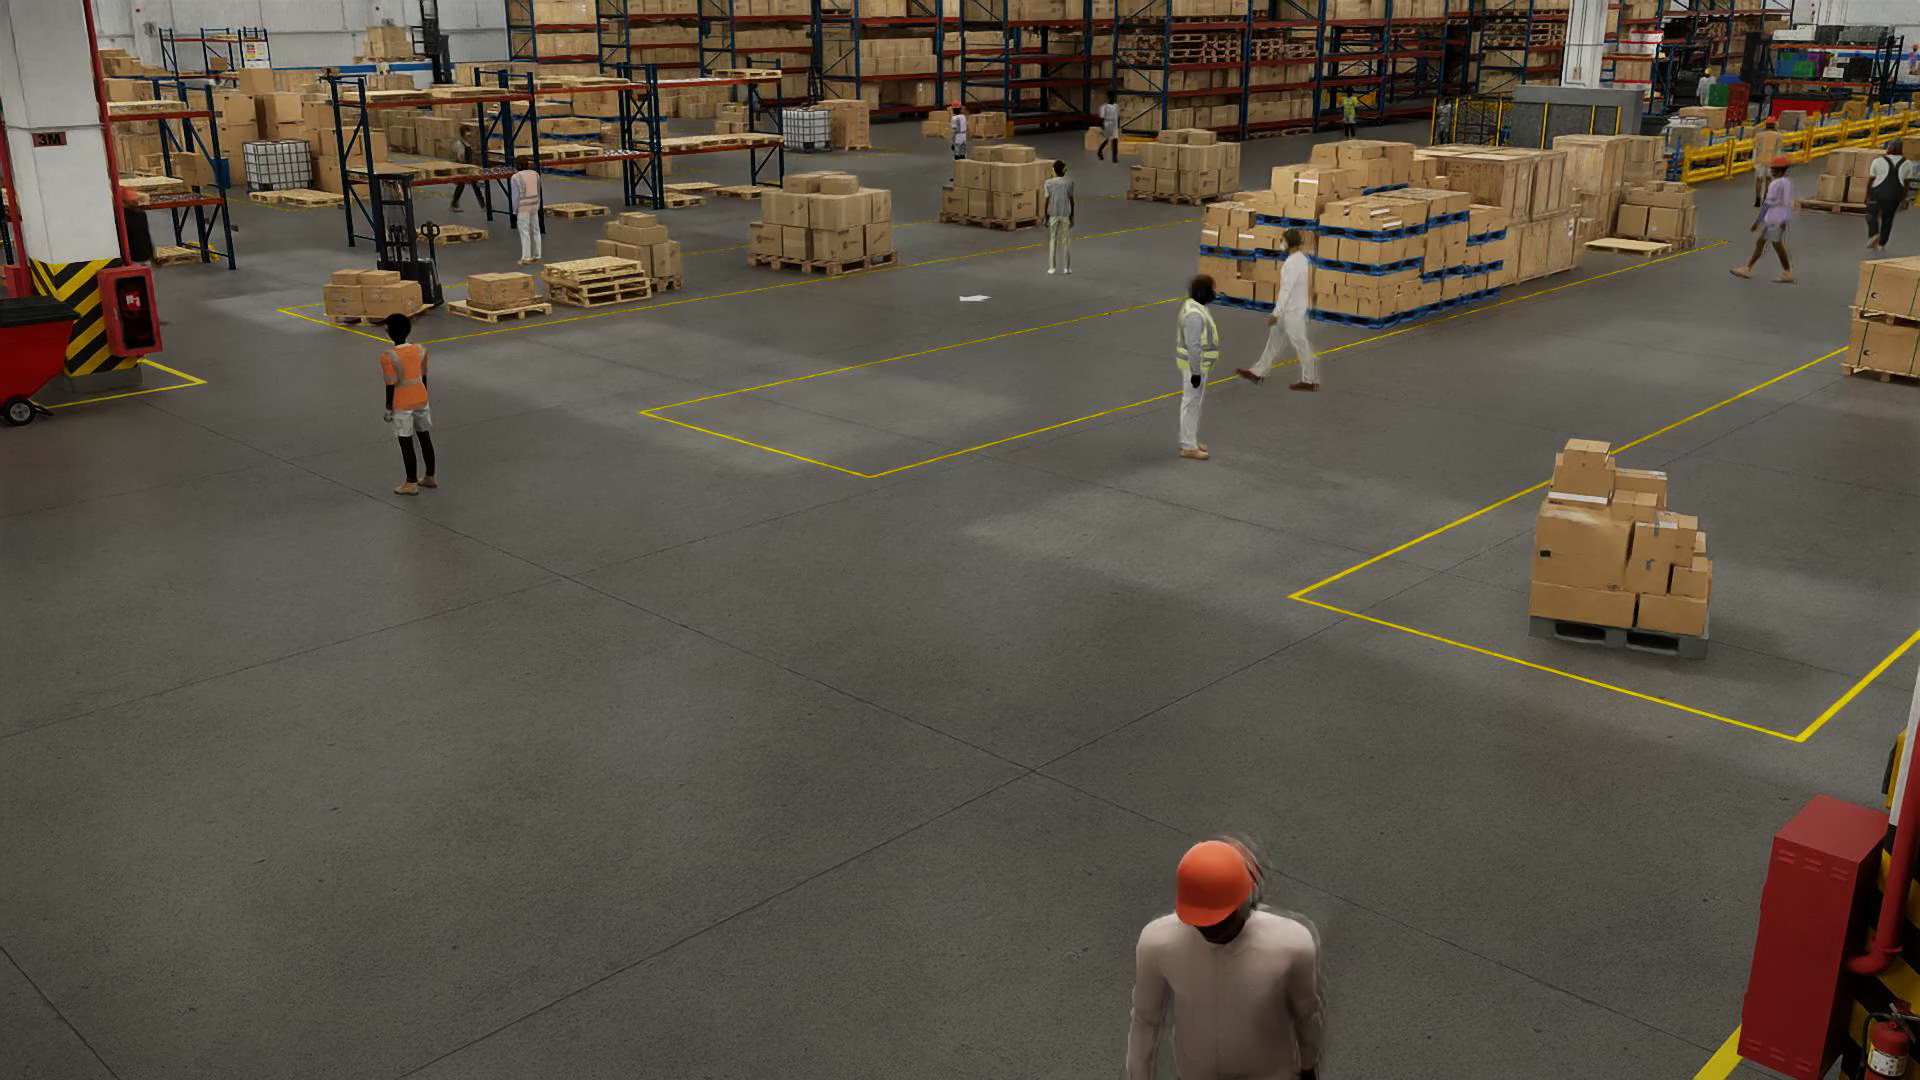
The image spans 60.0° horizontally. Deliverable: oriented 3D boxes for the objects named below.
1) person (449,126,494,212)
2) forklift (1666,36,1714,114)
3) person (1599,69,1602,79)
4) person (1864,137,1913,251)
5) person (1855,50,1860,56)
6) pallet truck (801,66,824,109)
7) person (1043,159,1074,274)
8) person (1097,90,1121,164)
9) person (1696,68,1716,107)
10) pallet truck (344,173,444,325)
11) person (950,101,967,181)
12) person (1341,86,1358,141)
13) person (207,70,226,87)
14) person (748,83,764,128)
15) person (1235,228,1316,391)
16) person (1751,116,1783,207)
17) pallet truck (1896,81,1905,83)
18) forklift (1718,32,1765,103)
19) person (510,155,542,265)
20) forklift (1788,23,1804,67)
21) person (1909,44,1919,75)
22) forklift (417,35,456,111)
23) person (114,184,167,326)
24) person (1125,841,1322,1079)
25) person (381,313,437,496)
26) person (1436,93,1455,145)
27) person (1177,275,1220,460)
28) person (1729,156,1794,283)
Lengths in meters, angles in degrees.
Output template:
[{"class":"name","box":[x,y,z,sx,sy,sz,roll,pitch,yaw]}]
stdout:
[{"class":"person","box":[-10.369,-7.779,34.922,0.941,1.802,0.523,3,19,8]},{"class":"forklift","box":[27.341,-17.291,61.877,1.129,2.768,1.873,17,25,41]},{"class":"person","box":[22.225,-15.540,58.145,0.643,1.901,0.396,15,24,38]},{"class":"person","box":[16.585,-6.200,29.774,0.698,2.000,0.537,4,19,12]},{"class":"person","box":[39.664,-20.741,73.794,0.603,1.913,0.924,3,19,10]},{"class":"pallet truck","box":[-4.812,-15.182,56.903,0.823,1.965,1.885,-9,21,-26]},{"class":"person","box":[1.624,-5.303,27.352,0.521,1.864,0.335,1,18,3]},{"class":"person","box":[4.019,-11.170,44.931,0.617,1.940,0.794,-9,20,-25]},{"class":"person","box":[26.633,-15.952,59.511,0.770,1.806,0.627,-17,25,-41]},{"class":"pallet truck","box":[-8.209,-4.181,23.757,0.823,1.965,1.885,3,19,9]},{"class":"person","box":[-0.056,-9.730,40.593,0.399,1.928,0.542,12,22,31]},{"class":"person","box":[11.911,-13.013,50.868,0.321,1.684,0.539,-14,23,-36]},{"class":"person","box":[-25.278,-15.044,56.638,0.605,1.901,0.540,-13,23,-35]},{"class":"person","box":[-7.017,-14.756,56.143,0.774,1.662,0.538,12,22,32]},{"class":"person","box":[3.746,-2.677,19.395,0.991,1.892,0.636,3,19,9]},{"class":"person","box":[17.420,-8.189,35.966,0.559,1.906,0.693,6,19,17]},{"class":"pallet truck","box":[34.802,-16.331,61.455,0.653,1.274,1.630,17,25,41]},{"class":"forklift","box":[32.510,-19.520,68.593,1.873,2.768,1.129,17,25,41]},{"class":"person","box":[-7.395,-5.610,28.308,0.429,1.844,0.627,11,21,29]},{"class":"forklift","box":[42.353,-24.796,84.490,1.873,2.768,1.129,17,25,41]},{"class":"person","box":[46.702,-23.264,81.372,0.569,1.921,0.441,-4,19,-11]},{"class":"forklift","box":[-20.017,-18.105,64.331,1.129,2.768,1.873,17,25,41]},{"class":"person","box":[-11.319,-3.896,22.907,0.391,1.993,0.627,3,19,9]},{"class":"person","box":[0.892,1.855,5.701,0.631,1.911,1.031,6,19,18]},{"class":"person","box":[-5.123,-1.256,15.415,0.320,1.697,0.532,9,21,26]},{"class":"person","box":[13.942,-12.007,47.839,0.543,1.682,0.379,14,23,37]},{"class":"person","box":[2.381,-1.733,16.645,0.430,1.832,0.652,3,19,8]},{"class":"person","box":[13.030,-5.136,26.650,1.049,1.991,0.625,16,24,40]}]
